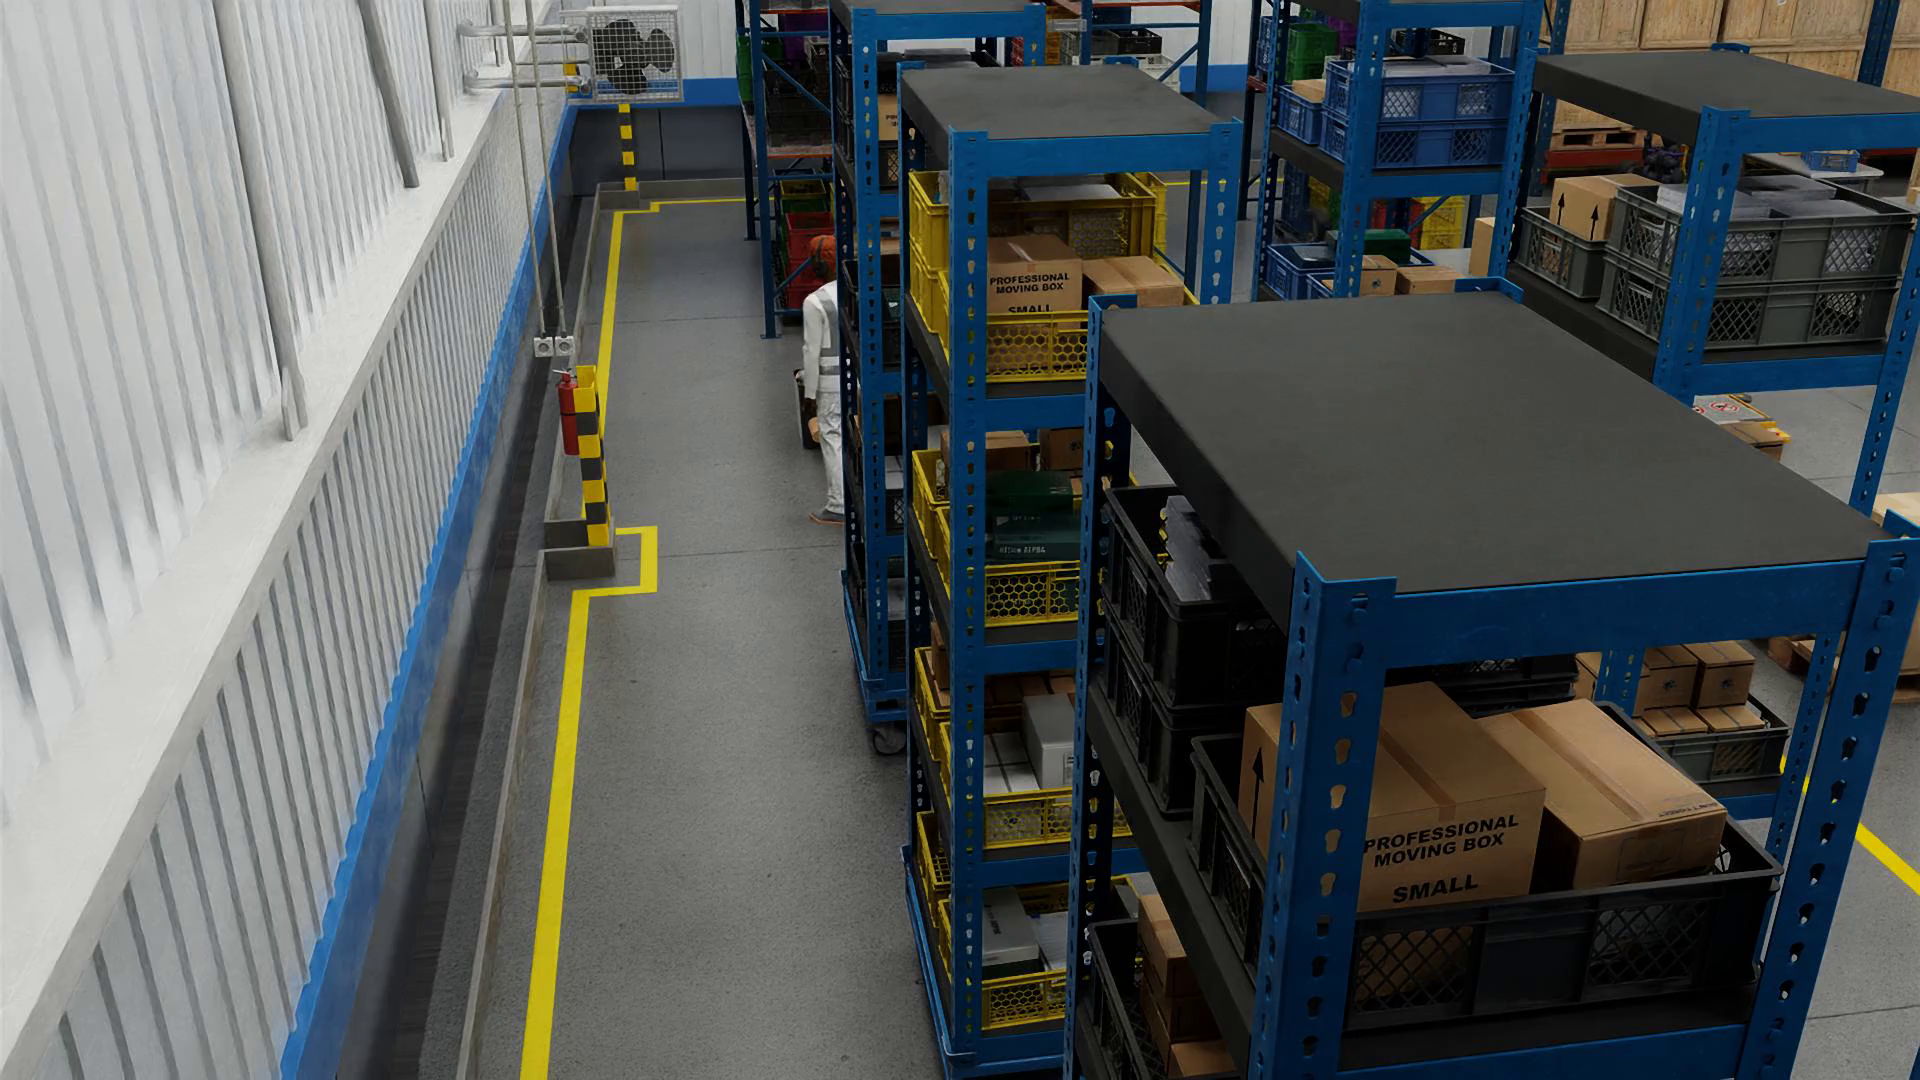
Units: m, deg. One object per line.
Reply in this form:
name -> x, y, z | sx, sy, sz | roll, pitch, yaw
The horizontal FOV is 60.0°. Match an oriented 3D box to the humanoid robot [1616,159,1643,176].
humanoid robot -> 5.339, -2.267, 13.524 | 0.318, 1.657, 0.612 | -15, 28, -29

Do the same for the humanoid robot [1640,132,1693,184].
humanoid robot -> 7.108, -3.751, 16.750 | 0.326, 1.657, 0.588 | -17, 30, -33

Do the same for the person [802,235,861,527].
person -> -0.778, -1.015, 10.587 | 0.355, 1.875, 0.574 | 16, 29, 31

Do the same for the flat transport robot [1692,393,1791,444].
flat transport robot -> 5.224, -0.859, 12.132 | 1.431, 0.197, 0.652 | -4, 25, -8

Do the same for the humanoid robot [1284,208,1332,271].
humanoid robot -> 2.508, -1.629, 12.155 | 0.596, 1.642, 0.467 | -5, 25, -12
